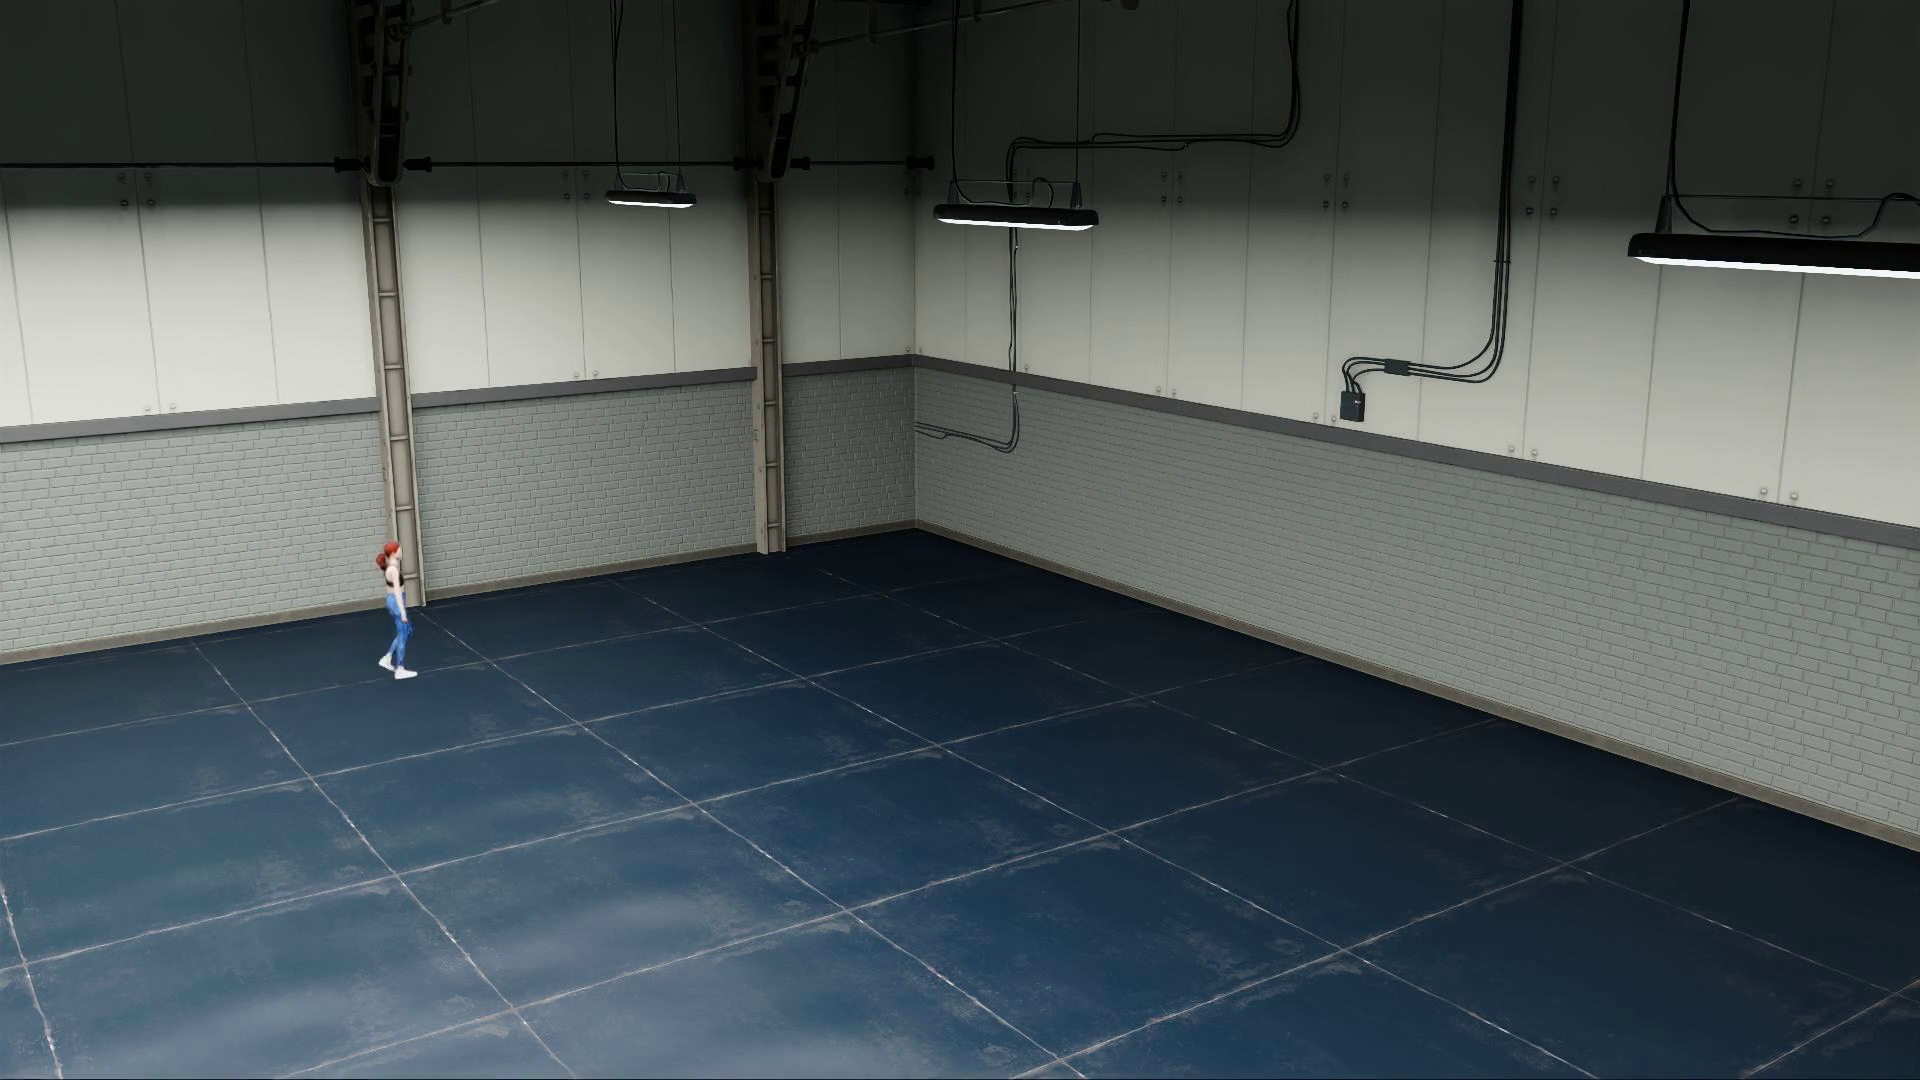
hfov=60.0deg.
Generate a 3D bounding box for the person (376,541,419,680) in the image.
[{"bbox_3d":[-7.087,0.893,20.687,0.703,1.774,0.598,-8,15,-29],"label":"person"}]
